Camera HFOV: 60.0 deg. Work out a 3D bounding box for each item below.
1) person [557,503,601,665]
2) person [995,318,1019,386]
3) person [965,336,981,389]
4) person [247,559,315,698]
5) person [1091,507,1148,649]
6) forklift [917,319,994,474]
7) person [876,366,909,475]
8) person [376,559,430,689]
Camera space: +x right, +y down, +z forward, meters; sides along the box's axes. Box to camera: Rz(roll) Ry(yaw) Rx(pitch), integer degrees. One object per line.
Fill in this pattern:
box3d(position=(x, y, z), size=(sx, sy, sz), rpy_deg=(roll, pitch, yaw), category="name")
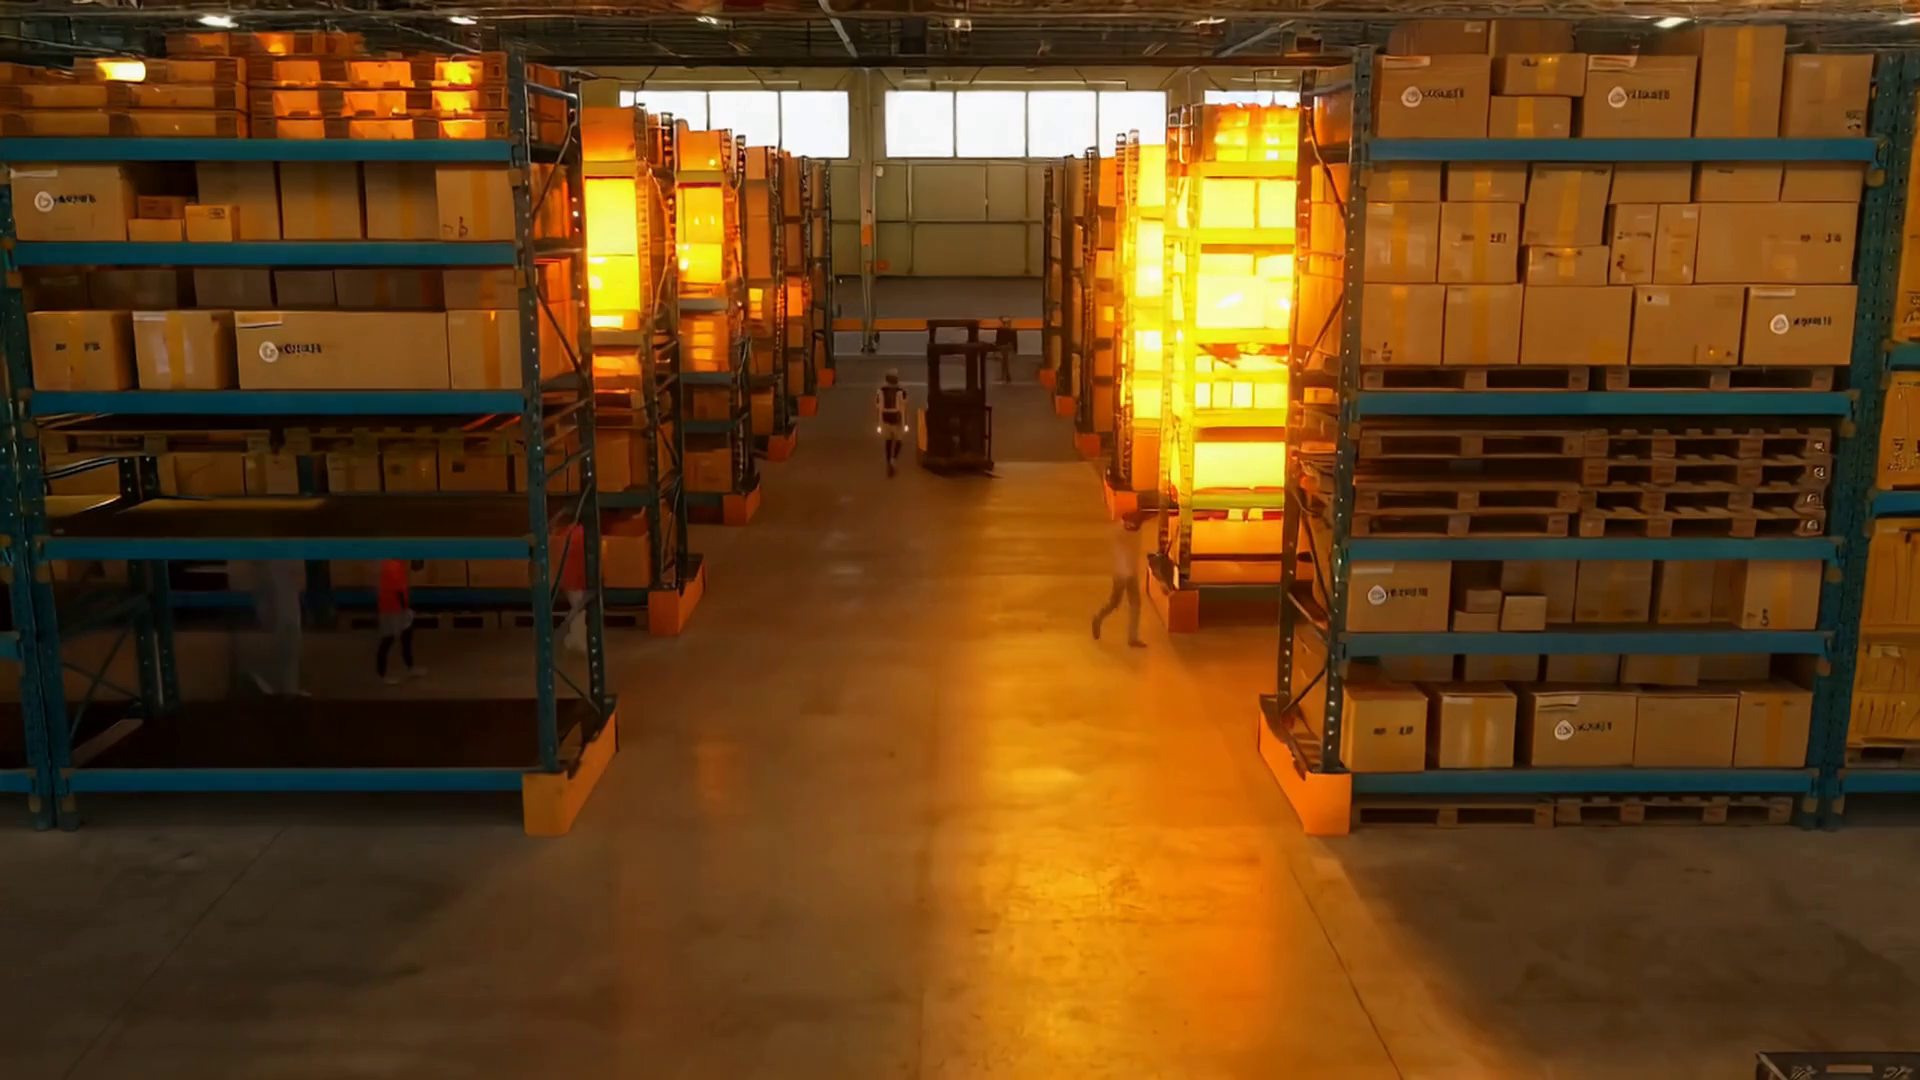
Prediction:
box3d(position=(-4.141, 0.477, 17.983), size=(0.522, 1.825, 0.633), rpy_deg=(-11, 16, -42), category="person")
box3d(position=(1.304, -5.251, 46.241), size=(0.645, 1.877, 0.854), rpy_deg=(3, 12, 17), category="person")
box3d(position=(0.341, -4.018, 40.222), size=(0.442, 1.828, 0.595), rpy_deg=(-9, 15, -38), category="person")
box3d(position=(-6.883, 0.685, 16.752), size=(0.536, 1.894, 0.661), rpy_deg=(3, 12, 14), category="person")
box3d(position=(1.830, 0.404, 18.867), size=(0.533, 1.600, 0.729), rpy_deg=(-10, 15, -41), category="person")
box3d(position=(-0.128, -2.766, 31.409), size=(1.129, 2.768, 1.873), rpy_deg=(-3, 12, -13), category="forklift")
box3d(position=(-1.255, -2.167, 30.563), size=(0.637, 2.030, 0.572), rpy_deg=(3, 12, 15), category="person")
box3d(position=(-5.787, 0.695, 17.226), size=(0.686, 1.673, 0.534), rpy_deg=(-5, 12, -22), category="person")
